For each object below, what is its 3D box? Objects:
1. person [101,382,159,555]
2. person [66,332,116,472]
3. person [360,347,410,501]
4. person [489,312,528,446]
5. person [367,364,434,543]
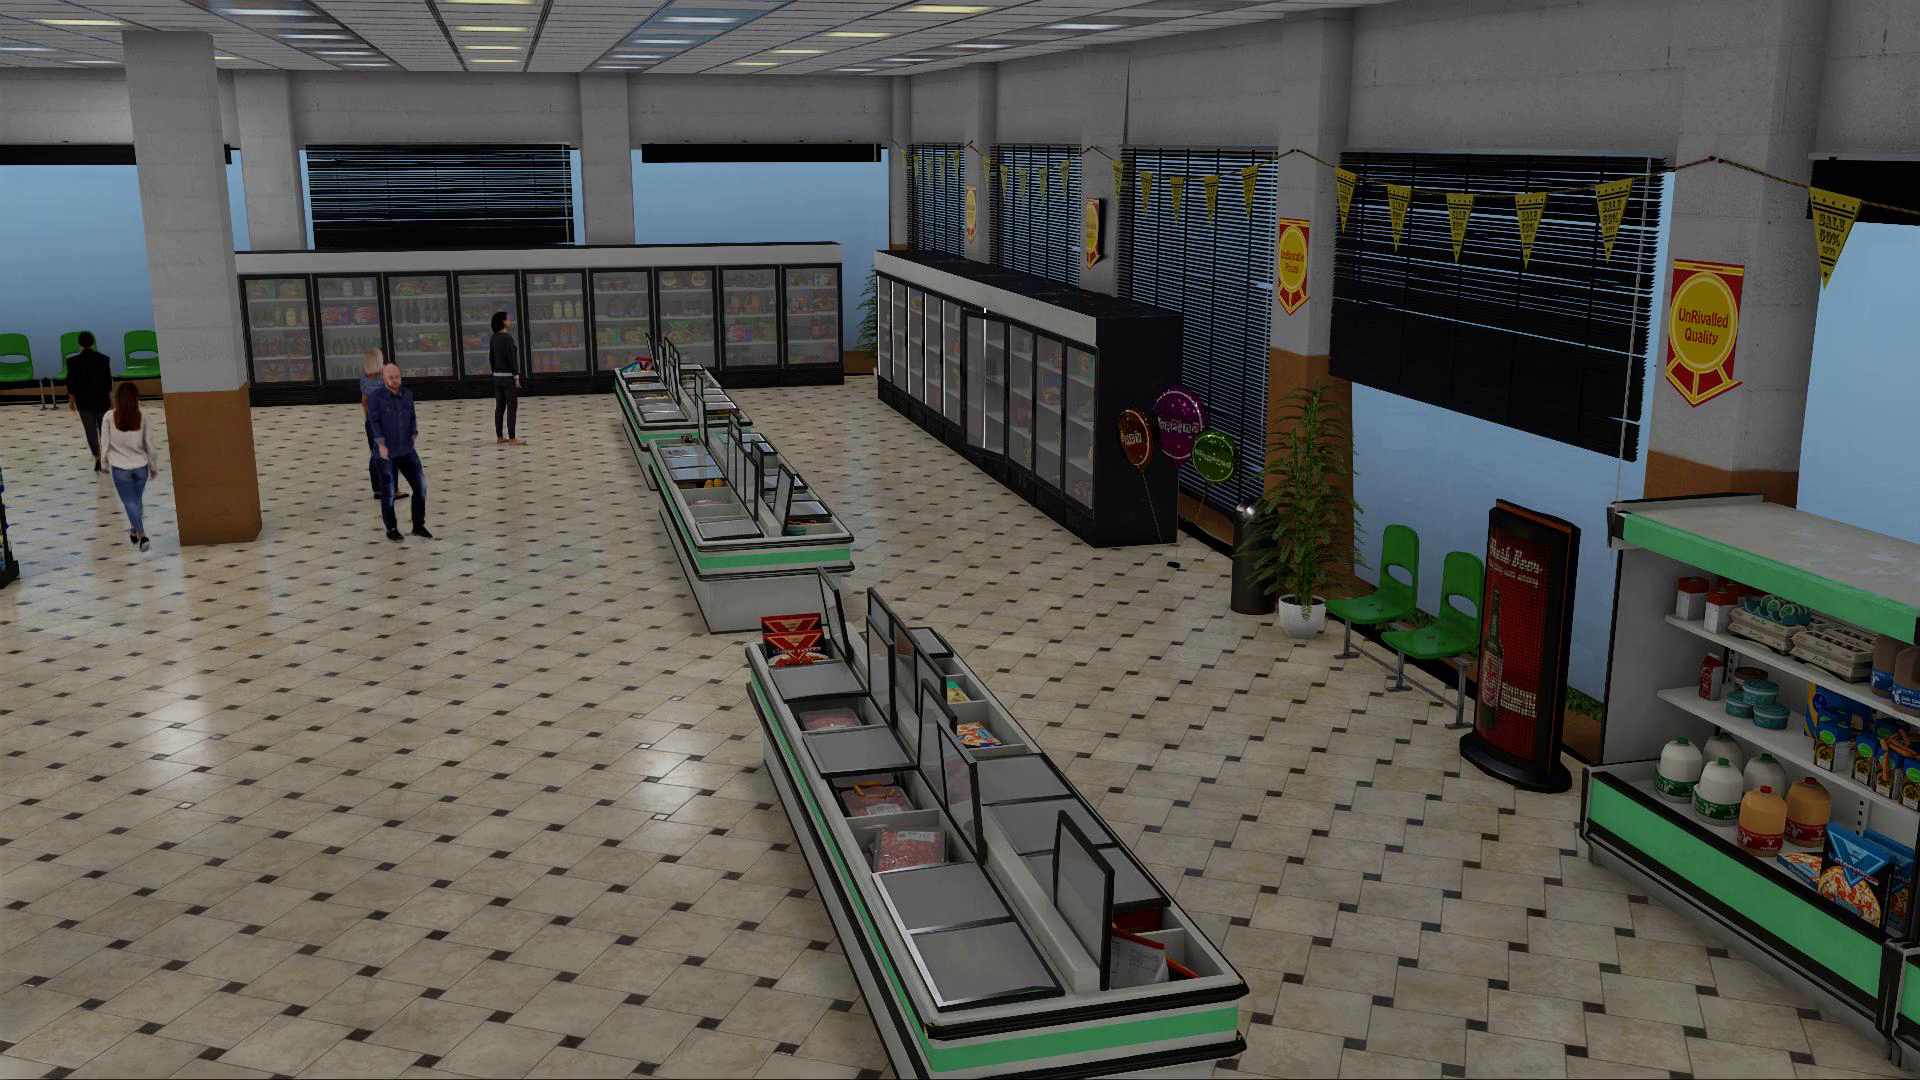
[{"bbox_3d":[-8.082,-0.663,16.222,0.912,1.650,1.224,-10,17,-36],"label":"person"},{"bbox_3d":[-10.549,-1.643,20.219,0.828,1.672,1.105,-8,16,-29],"label":"person"},{"bbox_3d":[-6.529,-1.314,18.753,0.655,1.722,0.660,3,14,13],"label":"person"},{"bbox_3d":[-6.059,-2.160,22.145,0.665,1.768,0.744,9,16,33],"label":"person"},{"bbox_3d":[-5.739,-0.872,16.761,0.929,1.801,0.882,12,18,41],"label":"person"}]
